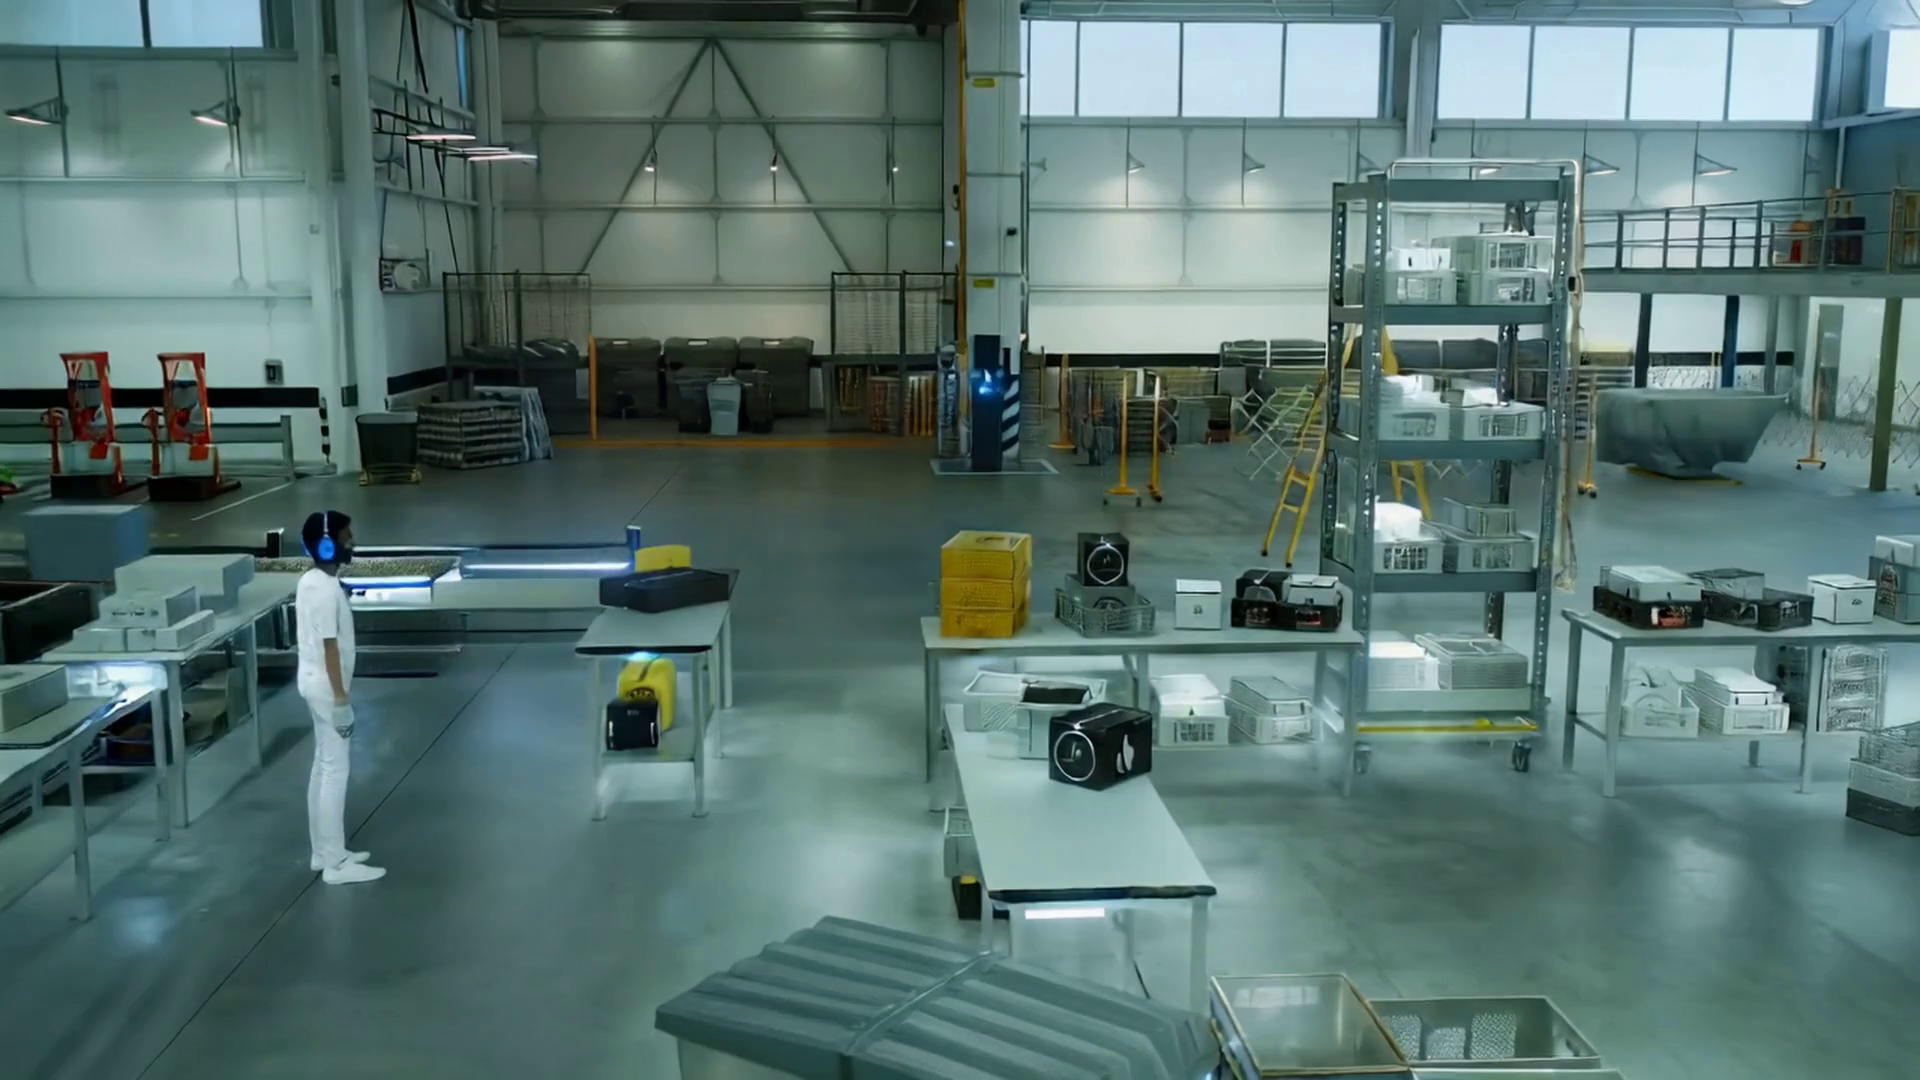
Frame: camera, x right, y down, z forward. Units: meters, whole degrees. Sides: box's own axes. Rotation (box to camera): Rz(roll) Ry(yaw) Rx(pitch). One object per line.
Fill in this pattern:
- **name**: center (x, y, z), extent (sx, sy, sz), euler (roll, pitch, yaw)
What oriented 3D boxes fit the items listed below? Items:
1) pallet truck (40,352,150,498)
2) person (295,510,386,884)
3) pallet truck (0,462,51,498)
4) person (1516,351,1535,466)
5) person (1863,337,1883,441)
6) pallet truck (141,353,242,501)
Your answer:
- **pallet truck**: center (-11.907, -1.642, 23.165), extent (0.823, 1.965, 1.885), euler (0, 9, 0)
- **person**: center (-3.141, 0.780, 8.347), extent (0.329, 1.874, 0.518), euler (-5, 11, -30)
- **pallet truck**: center (-13.193, -1.293, 23.148), extent (0.653, 1.274, 1.630), euler (-1, 9, -4)
- **person**: center (8.814, -2.052, 26.203), extent (0.841, 1.859, 0.581), euler (-6, 11, -32)
- **person**: center (16.870, -2.777, 30.517), extent (0.384, 1.922, 0.593), euler (9, 13, 44)
- **pallet truck**: center (-10.520, -1.604, 22.925), extent (0.823, 1.965, 1.885), euler (-1, 9, -6)
